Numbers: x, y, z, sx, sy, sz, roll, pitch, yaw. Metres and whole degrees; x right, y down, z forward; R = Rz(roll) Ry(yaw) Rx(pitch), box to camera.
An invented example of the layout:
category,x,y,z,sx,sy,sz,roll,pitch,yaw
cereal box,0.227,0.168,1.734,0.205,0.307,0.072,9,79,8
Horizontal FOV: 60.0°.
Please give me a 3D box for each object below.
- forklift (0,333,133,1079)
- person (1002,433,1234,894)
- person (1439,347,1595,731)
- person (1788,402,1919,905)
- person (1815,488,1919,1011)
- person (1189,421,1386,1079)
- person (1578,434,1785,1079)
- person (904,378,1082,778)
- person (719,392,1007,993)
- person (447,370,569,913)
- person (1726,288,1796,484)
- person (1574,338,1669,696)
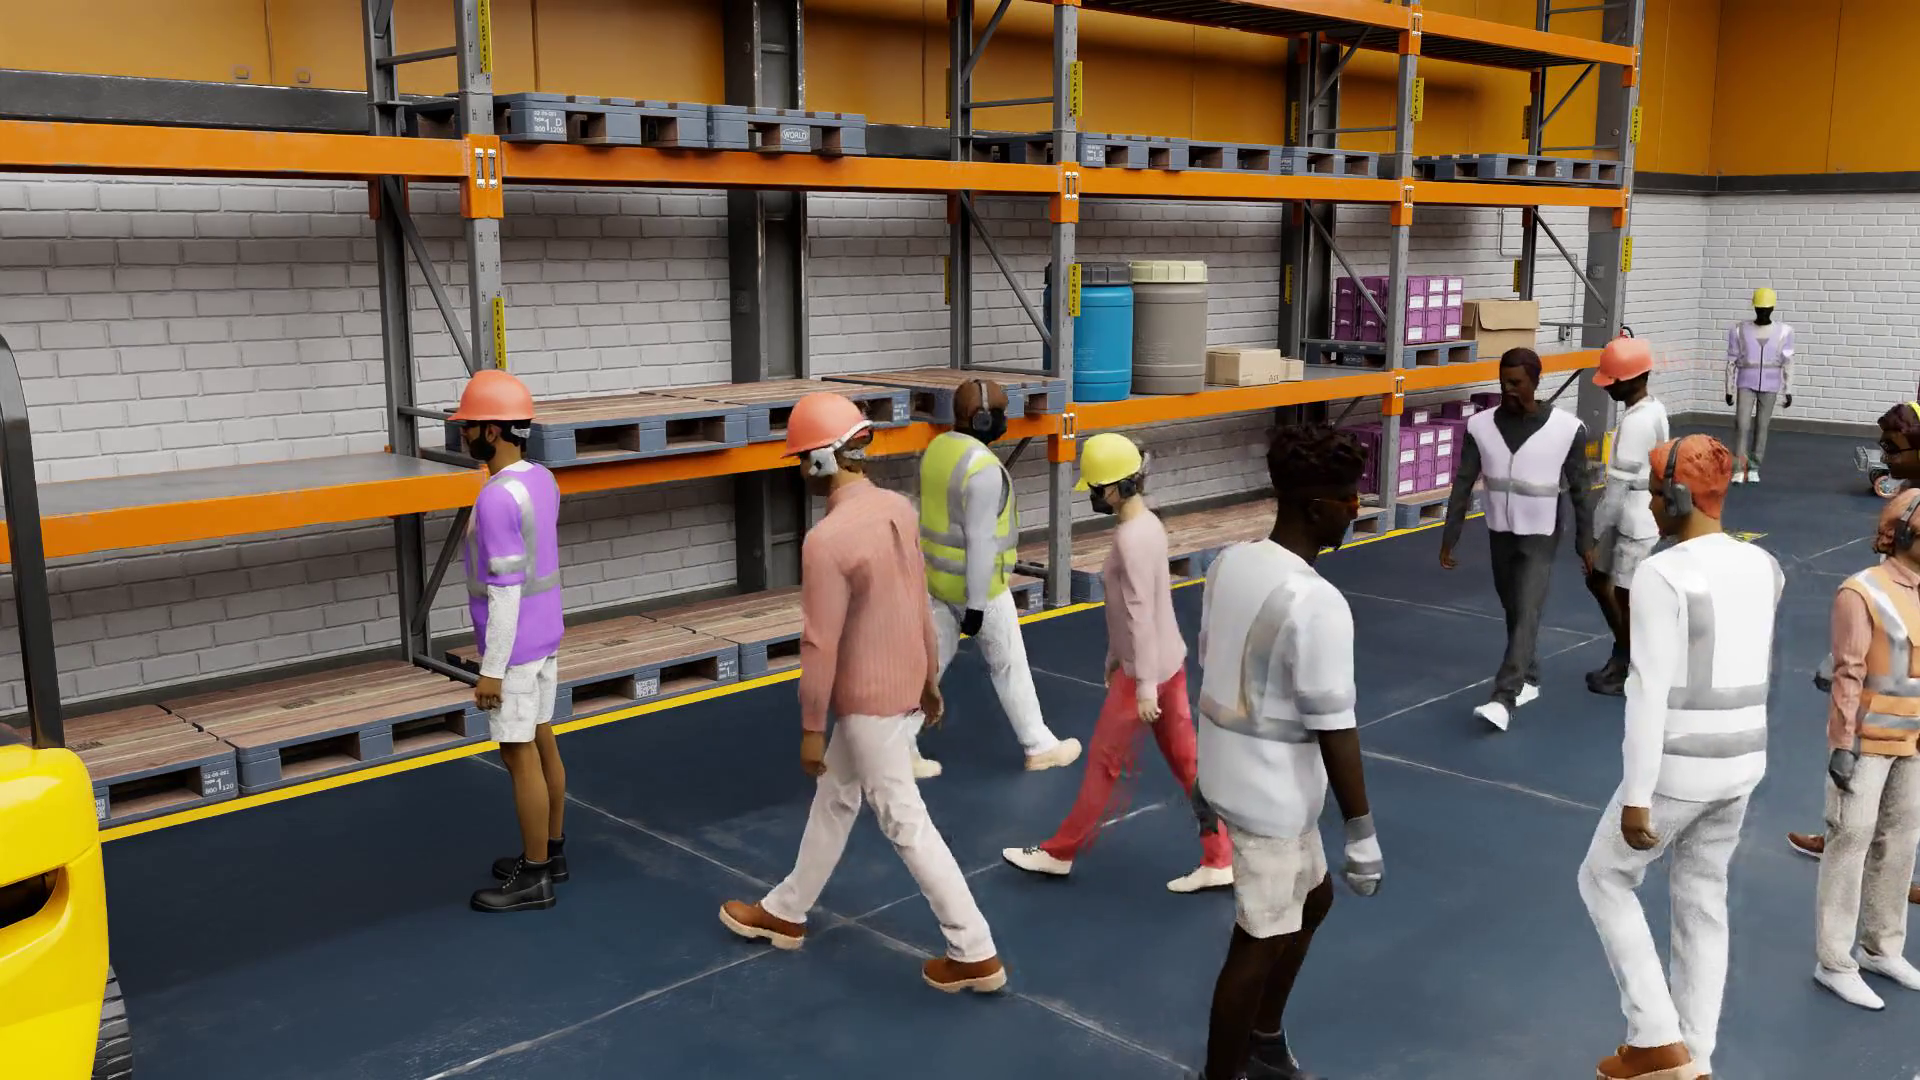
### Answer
category,x,y,z,sx,sy,sz,roll,pitch,yaw
forklift,-3.289,0.485,4.582,1.214,2.155,2.313,-10,14,-44
person,0.619,0.464,6.033,0.900,1.696,0.534,3,11,15
person,2.738,-0.015,8.221,0.635,1.856,1.004,10,14,42
person,3.398,0.404,6.040,0.522,1.823,0.865,-10,14,-42
person,2.933,0.646,5.237,0.520,1.631,0.332,-4,11,-22
person,0.878,0.652,4.335,0.586,1.940,0.644,-2,11,-10
person,2.010,0.642,4.608,0.601,1.867,0.419,-6,12,-28
person,0.062,0.181,7.359,0.948,1.795,0.622,-6,12,-28
person,-0.295,0.482,5.339,1.069,1.925,0.651,4,11,20
person,-1.607,0.364,5.940,0.360,1.939,0.543,0,10,2
person,7.711,-1.466,16.034,0.589,1.901,0.786,4,11,19
person,3.402,-0.094,8.572,0.479,1.893,0.591,4,11,20
